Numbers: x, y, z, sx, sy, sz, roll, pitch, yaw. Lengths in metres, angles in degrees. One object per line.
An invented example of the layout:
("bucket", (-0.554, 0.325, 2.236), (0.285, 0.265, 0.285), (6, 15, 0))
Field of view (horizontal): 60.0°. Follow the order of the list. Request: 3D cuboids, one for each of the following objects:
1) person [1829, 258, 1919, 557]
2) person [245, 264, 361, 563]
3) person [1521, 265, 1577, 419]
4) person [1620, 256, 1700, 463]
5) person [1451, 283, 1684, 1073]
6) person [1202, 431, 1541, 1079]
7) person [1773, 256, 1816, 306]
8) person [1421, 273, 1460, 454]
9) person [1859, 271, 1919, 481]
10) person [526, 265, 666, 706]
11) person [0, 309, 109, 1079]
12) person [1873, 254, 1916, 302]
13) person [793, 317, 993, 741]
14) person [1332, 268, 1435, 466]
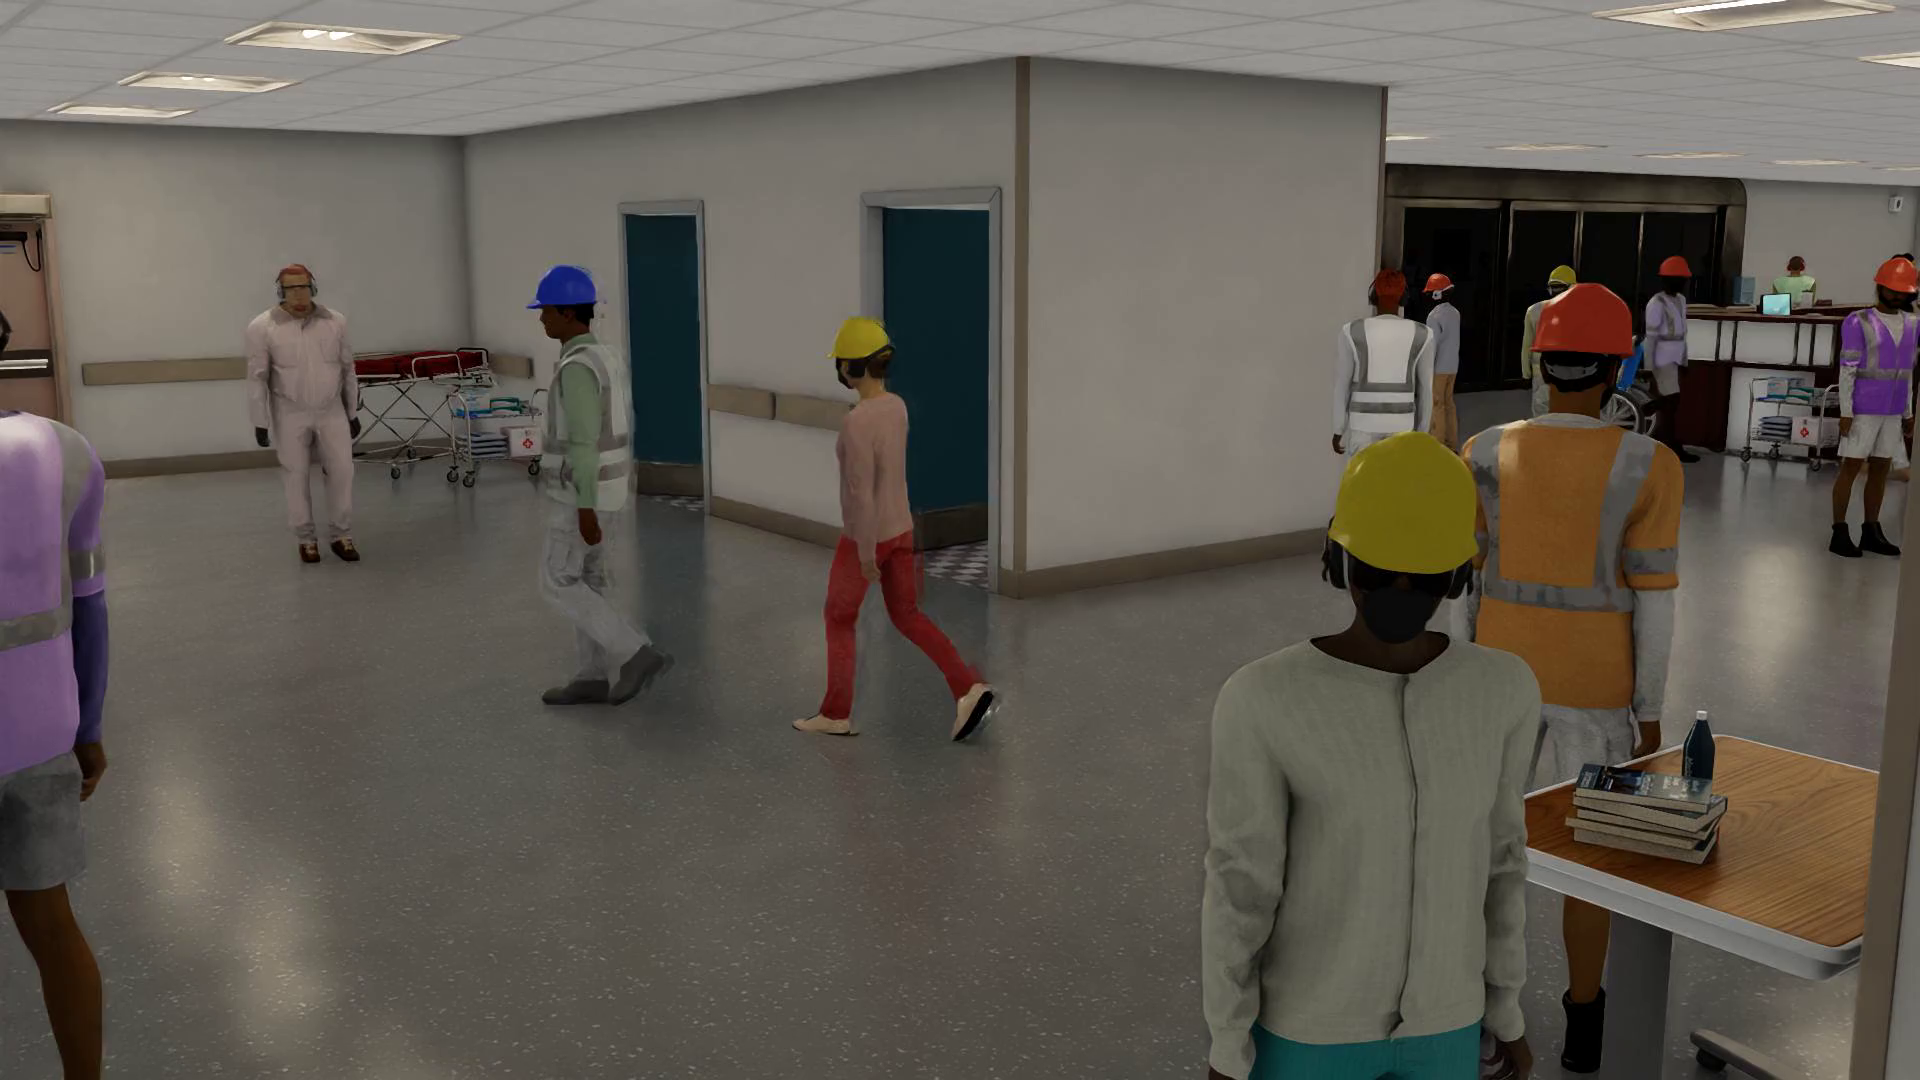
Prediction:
("person", (5.938, -0.846, 10.741), (0.542, 1.928, 0.374), (-2, 10, -12))
("person", (-4.091, -0.776, 10.448), (0.686, 1.887, 0.619), (-7, 12, -33))
("person", (5.211, -1.472, 14.523), (0.601, 1.827, 0.403), (4, 11, 20))
("person", (6.542, -1.696, 15.562), (0.848, 1.917, 0.547), (10, 14, 44))
("person", (1.488, 0.335, 4.141), (0.542, 1.928, 0.399), (7, 13, 36))
("person", (0.611, 0.715, 2.457), (0.533, 1.765, 0.322), (-3, 10, -14))
("person", (11.897, -3.132, 23.783), (0.567, 1.845, 0.389), (5, 11, 26))
("person", (4.479, -1.622, 15.610), (0.369, 1.741, 0.562), (8, 13, 39))
("person", (8.062, -1.413, 14.264), (0.657, 1.794, 0.873), (-7, 12, -34))
("person", (-1.599, -0.210, 7.170), (0.478, 1.928, 0.614), (0, 10, -1))
("person", (-2.046, 0.410, 3.441), (0.409, 2.029, 0.613), (4, 11, 20))
("person", (15.458, -3.802, 27.544), (0.627, 1.844, 0.429), (8, 13, 38))
("person", (-0.281, -0.030, 6.710), (0.795, 1.737, 0.523), (5, 11, 26))
("person", (2.518, -0.671, 9.920), (0.577, 1.878, 0.341), (1, 10, 4))
